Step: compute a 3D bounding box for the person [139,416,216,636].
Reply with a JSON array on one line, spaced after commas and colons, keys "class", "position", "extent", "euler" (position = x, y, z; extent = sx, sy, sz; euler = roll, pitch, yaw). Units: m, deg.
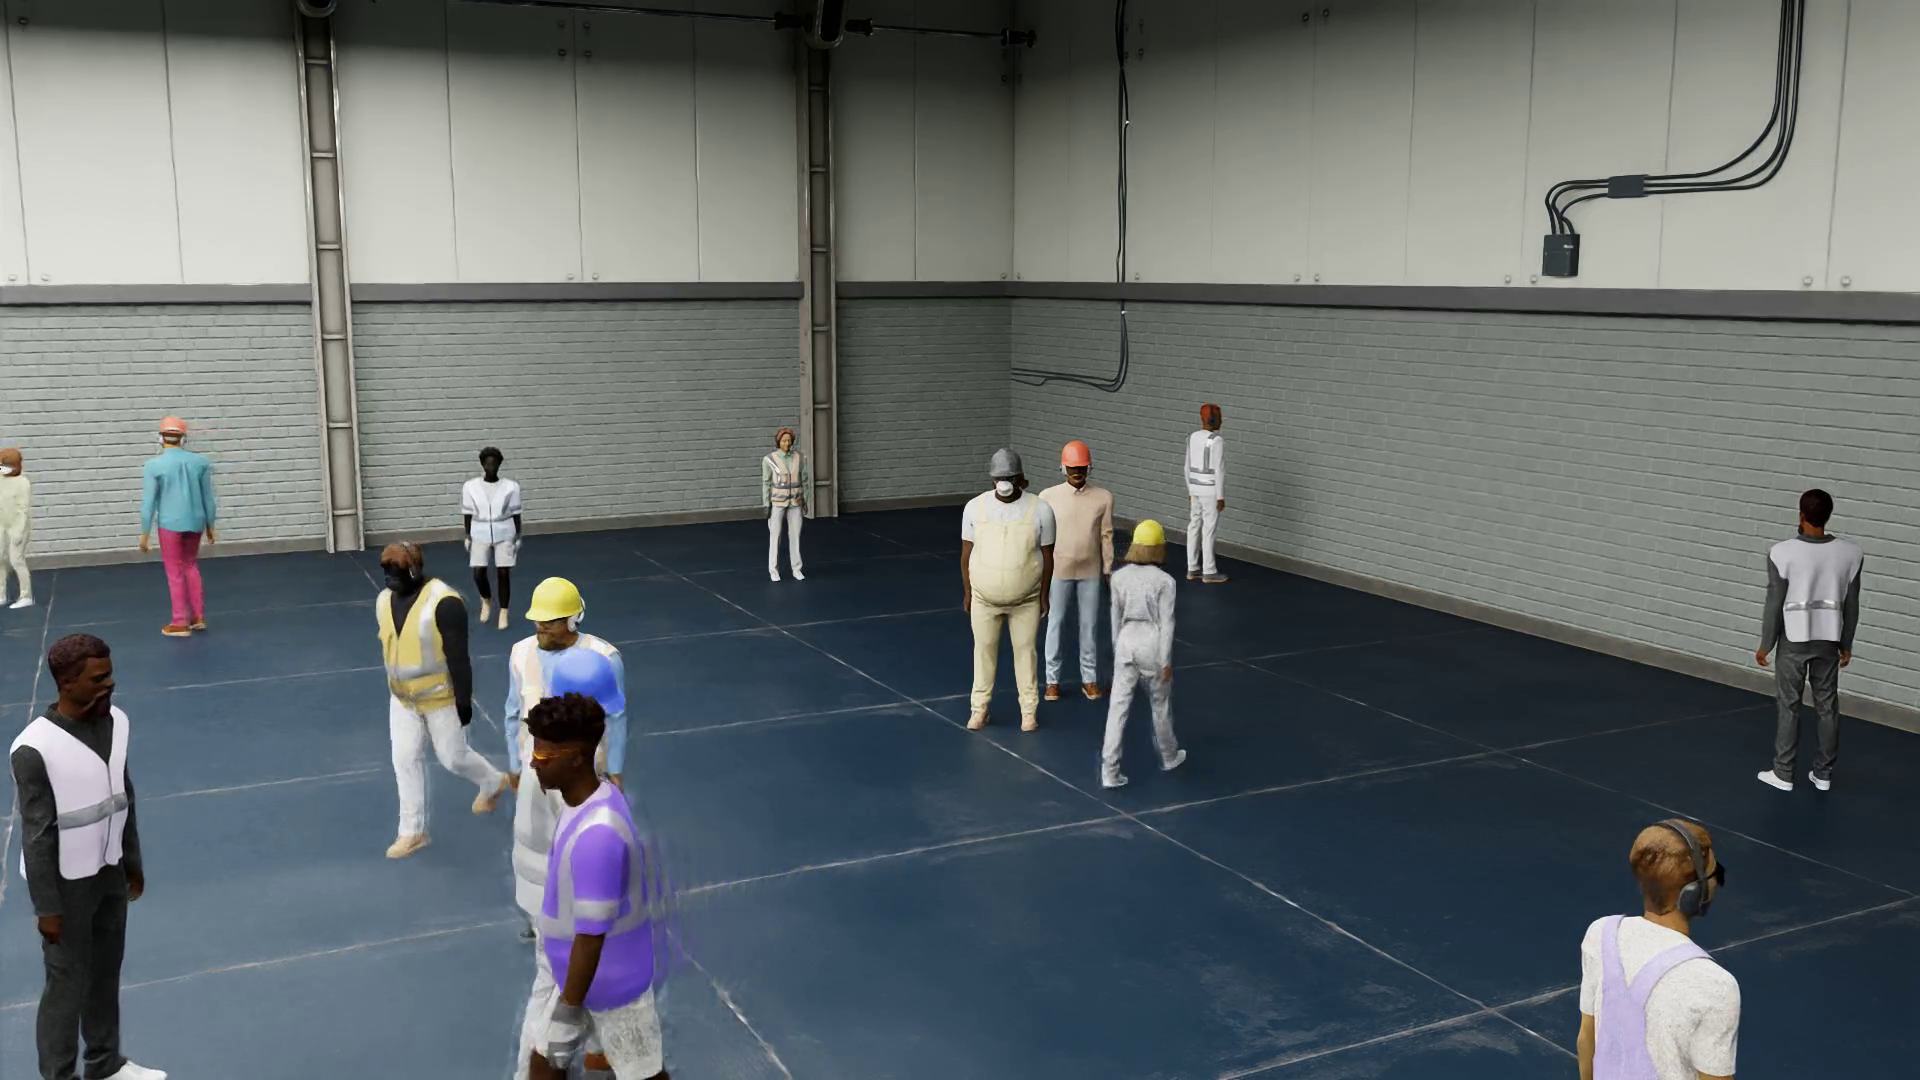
[{"class": "person", "position": [-7.065, -0.128, 15.017], "extent": [0.421, 1.990, 0.664], "euler": [6, 11, 32]}]

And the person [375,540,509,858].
[{"class": "person", "position": [-2.973, 0.856, 9.519], "extent": [0.646, 1.803, 0.798], "euler": [4, 10, 25]}]

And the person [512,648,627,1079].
[{"class": "person", "position": [-1.409, 1.321, 6.354], "extent": [0.754, 1.894, 0.635], "euler": [-4, 10, -22]}]

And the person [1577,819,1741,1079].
[{"class": "person", "position": [1.881, 1.647, 4.482], "extent": [0.345, 1.847, 0.508], "euler": [-4, 10, -25]}]

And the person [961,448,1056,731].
[{"class": "person", "position": [0.331, 0.353, 11.852], "extent": [0.682, 2.000, 0.536], "euler": [1, 9, 7]}]

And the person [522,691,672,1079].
[{"class": "person", "position": [-1.289, 1.444, 5.525], "extent": [1.031, 1.904, 0.625], "euler": [-3, 10, -19]}]

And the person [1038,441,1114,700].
[{"class": "person", "position": [0.877, 0.236, 12.714], "extent": [0.613, 1.994, 0.381], "euler": [-1, 9, -7]}]

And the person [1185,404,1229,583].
[{"class": "person", "position": [2.599, -0.495, 17.566], "extent": [0.357, 1.881, 0.574], "euler": [-5, 11, -29]}]

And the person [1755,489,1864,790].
[{"class": "person", "position": [5.347, 0.635, 10.487], "extent": [0.587, 1.920, 0.390], "euler": [0, 9, 2]}]

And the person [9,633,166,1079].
[{"class": "person", "position": [-3.407, 1.296, 6.445], "extent": [0.387, 1.912, 0.590], "euler": [1, 9, 6]}]

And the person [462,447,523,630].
[{"class": "person", "position": [-4.254, -0.013, 15.170], "extent": [0.544, 1.687, 0.356], "euler": [-2, 9, -11]}]

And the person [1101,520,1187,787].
[{"class": "person", "position": [1.176, 0.711, 10.696], "extent": [0.503, 1.691, 0.897], "euler": [6, 11, 35]}]

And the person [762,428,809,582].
[{"class": "person", "position": [-1.848, -0.372, 17.585], "extent": [0.509, 1.629, 0.316], "euler": [-5, 10, -28]}]

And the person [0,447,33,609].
[{"class": "person", "position": [-9.157, -0.108, 16.033], "extent": [0.573, 1.593, 0.479], "euler": [3, 10, 17]}]

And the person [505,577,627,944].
[{"class": "person", "position": [-1.918, 1.074, 8.061], "extent": [0.598, 1.828, 0.403], "euler": [1, 9, 9]}]
